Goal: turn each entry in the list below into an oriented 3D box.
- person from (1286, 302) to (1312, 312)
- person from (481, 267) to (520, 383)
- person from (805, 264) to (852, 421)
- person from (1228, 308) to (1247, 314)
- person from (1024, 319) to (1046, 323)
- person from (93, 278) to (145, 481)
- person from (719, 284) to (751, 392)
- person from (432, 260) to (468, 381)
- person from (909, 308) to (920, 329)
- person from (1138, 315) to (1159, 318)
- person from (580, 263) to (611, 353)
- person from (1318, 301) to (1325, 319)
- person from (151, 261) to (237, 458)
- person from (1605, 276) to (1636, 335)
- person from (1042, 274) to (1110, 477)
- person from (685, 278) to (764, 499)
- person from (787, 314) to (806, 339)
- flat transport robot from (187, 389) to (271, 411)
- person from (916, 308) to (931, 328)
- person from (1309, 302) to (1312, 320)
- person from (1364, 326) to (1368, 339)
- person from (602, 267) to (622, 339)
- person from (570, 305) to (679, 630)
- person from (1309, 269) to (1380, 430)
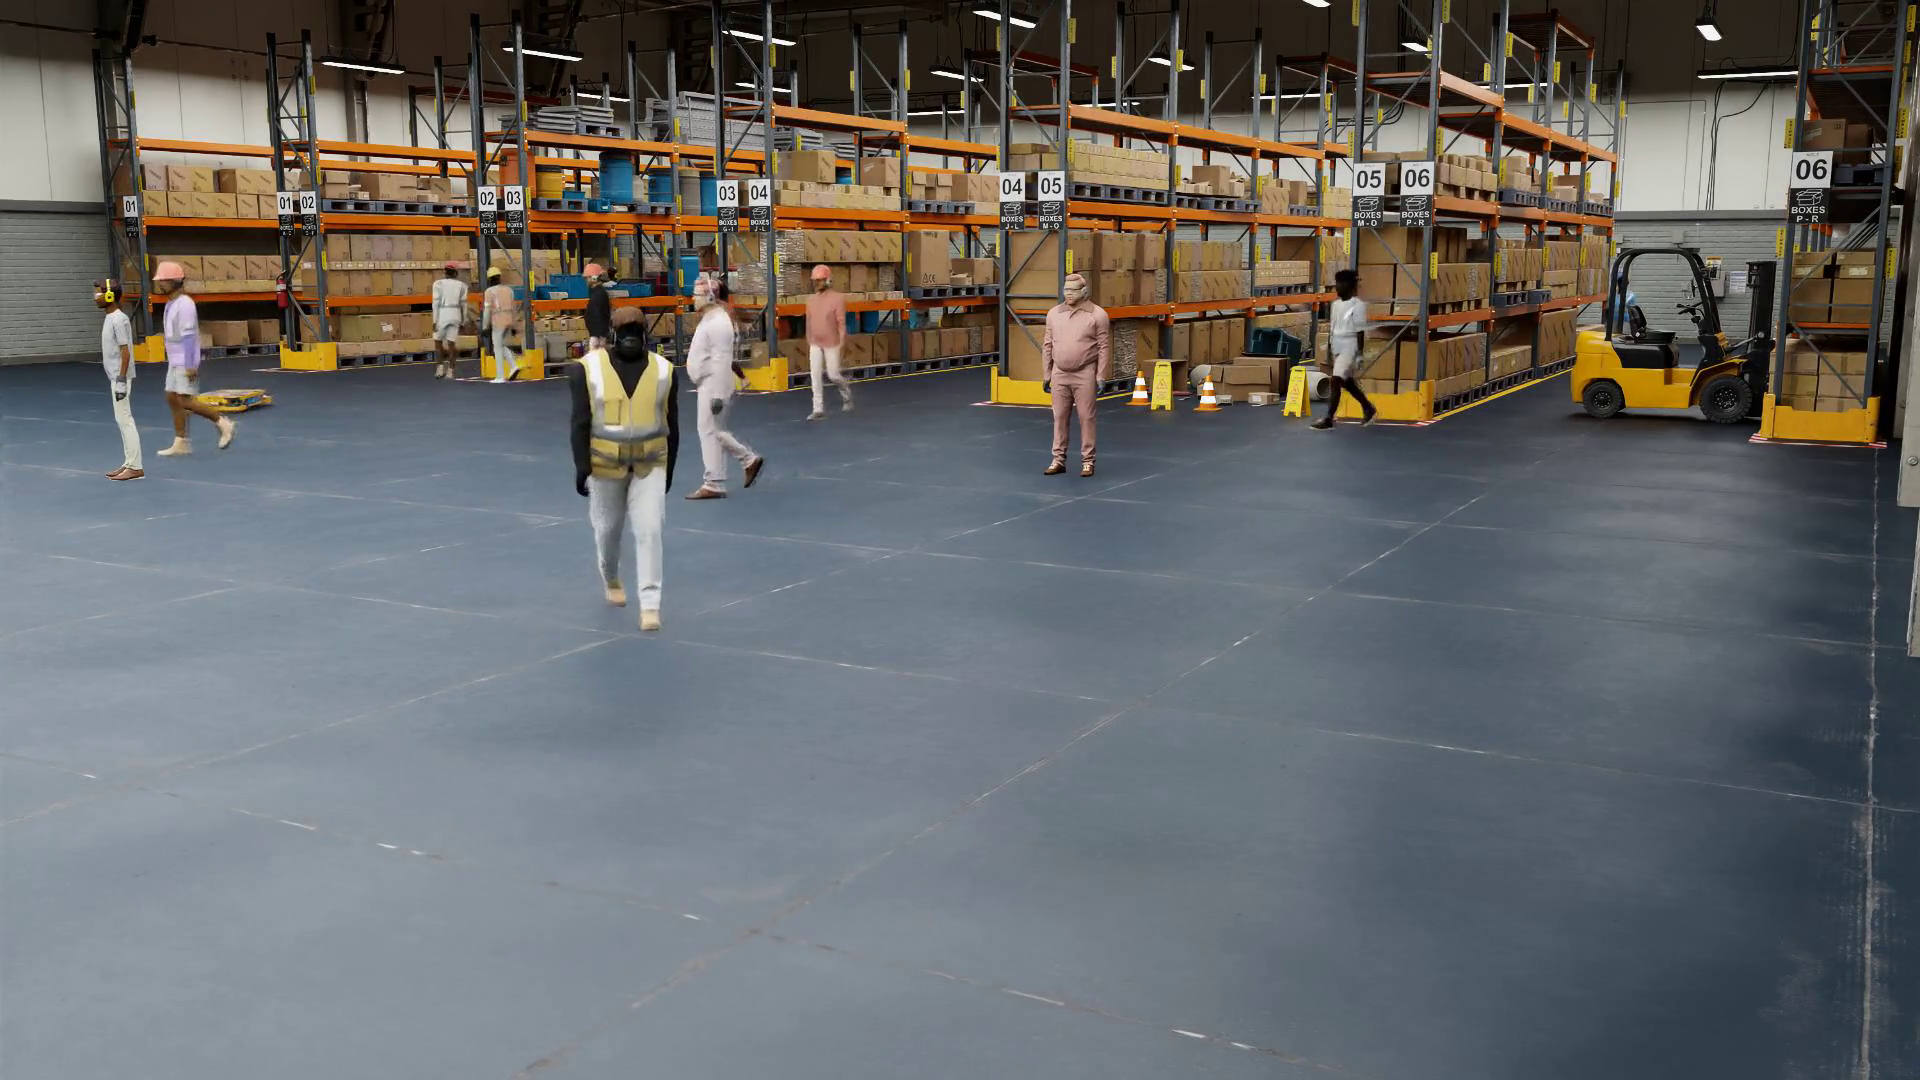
[{"bbox_3d":[7.780,-5.274,37.783,0.652,1.815,0.679,8,13,40],"label":"person"},{"bbox_3d":[-7.536,-3.506,27.186,0.500,1.897,0.658,5,11,26],"label":"person"},{"bbox_3d":[-1.676,-2.509,21.125,0.624,1.971,0.720,5,11,27],"label":"person"},{"bbox_3d":[6.397,-5.324,37.893,0.939,1.885,0.659,-9,13,-44],"label":"person"},{"bbox_3d":[1.490,-4.362,32.142,0.600,1.914,0.616,5,11,27],"label":"person"},{"bbox_3d":[-7.819,-1.484,15.429,0.312,1.869,0.536,-6,11,-31],"label":"person"},{"bbox_3d":[-3.573,-3.088,25.478,0.832,1.653,0.538,4,10,20],"label":"person"},{"bbox_3d":[-8.572,-3.670,27.841,0.658,2.001,0.638,-7,12,-37],"label":"person"},{"bbox_3d":[-1.087,-5.059,36.437,0.389,1.843,0.563,-7,12,-37],"label":"person"},{"bbox_3d":[3.895,-4.783,34.563,0.545,1.933,0.376,5,11,26],"label":"person"},{"bbox_3d":[-5.077,-2.898,23.395,0.722,1.978,0.628,-3,10,-16],"label":"person"},{"bbox_3d":[8.303,-5.583,38.929,0.875,2.000,0.726,1,10,8],"label":"person"},{"bbox_3d":[-7.966,-1.860,17.190,0.697,2.021,0.621,-9,13,-42],"label":"person"},{"bbox_3d":[12.534,-4.161,31.613,0.552,1.682,0.435,5,11,29],"label":"person"},{"bbox_3d":[1.072,-1.547,15.695,0.654,1.904,0.406,4,11,23],"label":"person"},{"bbox_3d":[-2.042,-1.290,14.234,0.617,1.896,0.649,-3,10,-14],"label":"person"},{"bbox_3d":[-3.166,-4.470,32.626,0.608,1.968,0.497,4,10,22],"label":"person"},{"bbox_3d":[-9.894,-1.899,22.530,0.652,0.197,1.431,-1,10,-6],"label":"flat transport robot"},{"bbox_3d":[-0.906,-5.148,37.105,0.682,1.806,0.645,-8,12,-38],"label":"person"},{"bbox_3d":[8.070,-5.455,38.574,0.458,1.907,0.731,0,10,-2],"label":"person"},{"bbox_3d":[8.758,-5.044,36.313,0.510,1.860,0.333,2,10,11],"label":"person"},{"bbox_3d":[-6.762,-4.402,32.520,0.531,1.867,0.322,4,11,23],"label":"person"},{"bbox_3d":[-1.908,-0.437,9.500,0.621,1.810,0.885,-3,10,-16],"label":"person"},{"bbox_3d":[4.656,-2.277,19.908,0.951,1.931,0.612,-3,10,-18],"label":"person"}]
